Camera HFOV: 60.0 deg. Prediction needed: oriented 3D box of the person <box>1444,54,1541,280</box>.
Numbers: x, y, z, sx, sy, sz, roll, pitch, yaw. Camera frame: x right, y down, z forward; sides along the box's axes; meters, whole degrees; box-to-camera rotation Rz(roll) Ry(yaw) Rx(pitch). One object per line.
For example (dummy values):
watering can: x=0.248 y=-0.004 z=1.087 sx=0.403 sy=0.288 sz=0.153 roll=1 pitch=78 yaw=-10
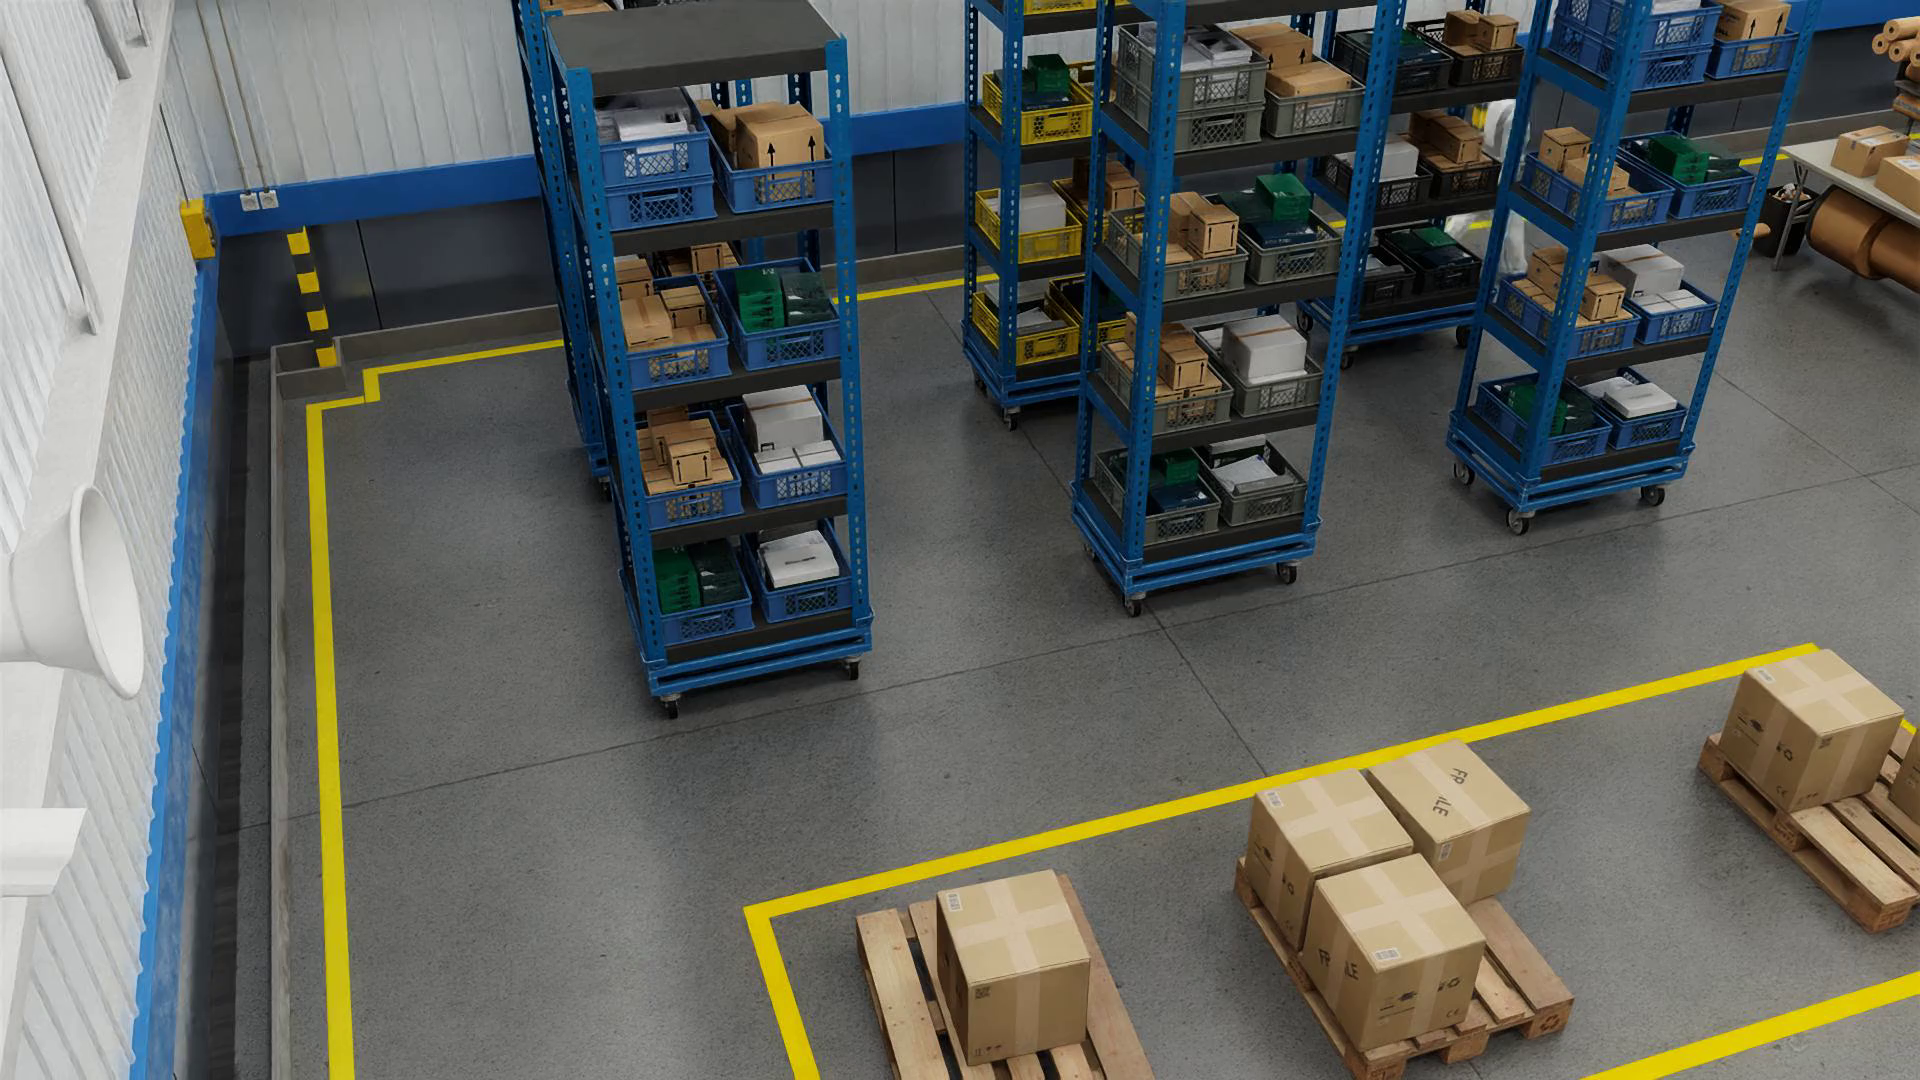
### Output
person: x=4.097 y=-2.805 z=12.673 sx=0.970 sy=1.841 sz=0.589 roll=-4 pitch=35 yaw=-5
